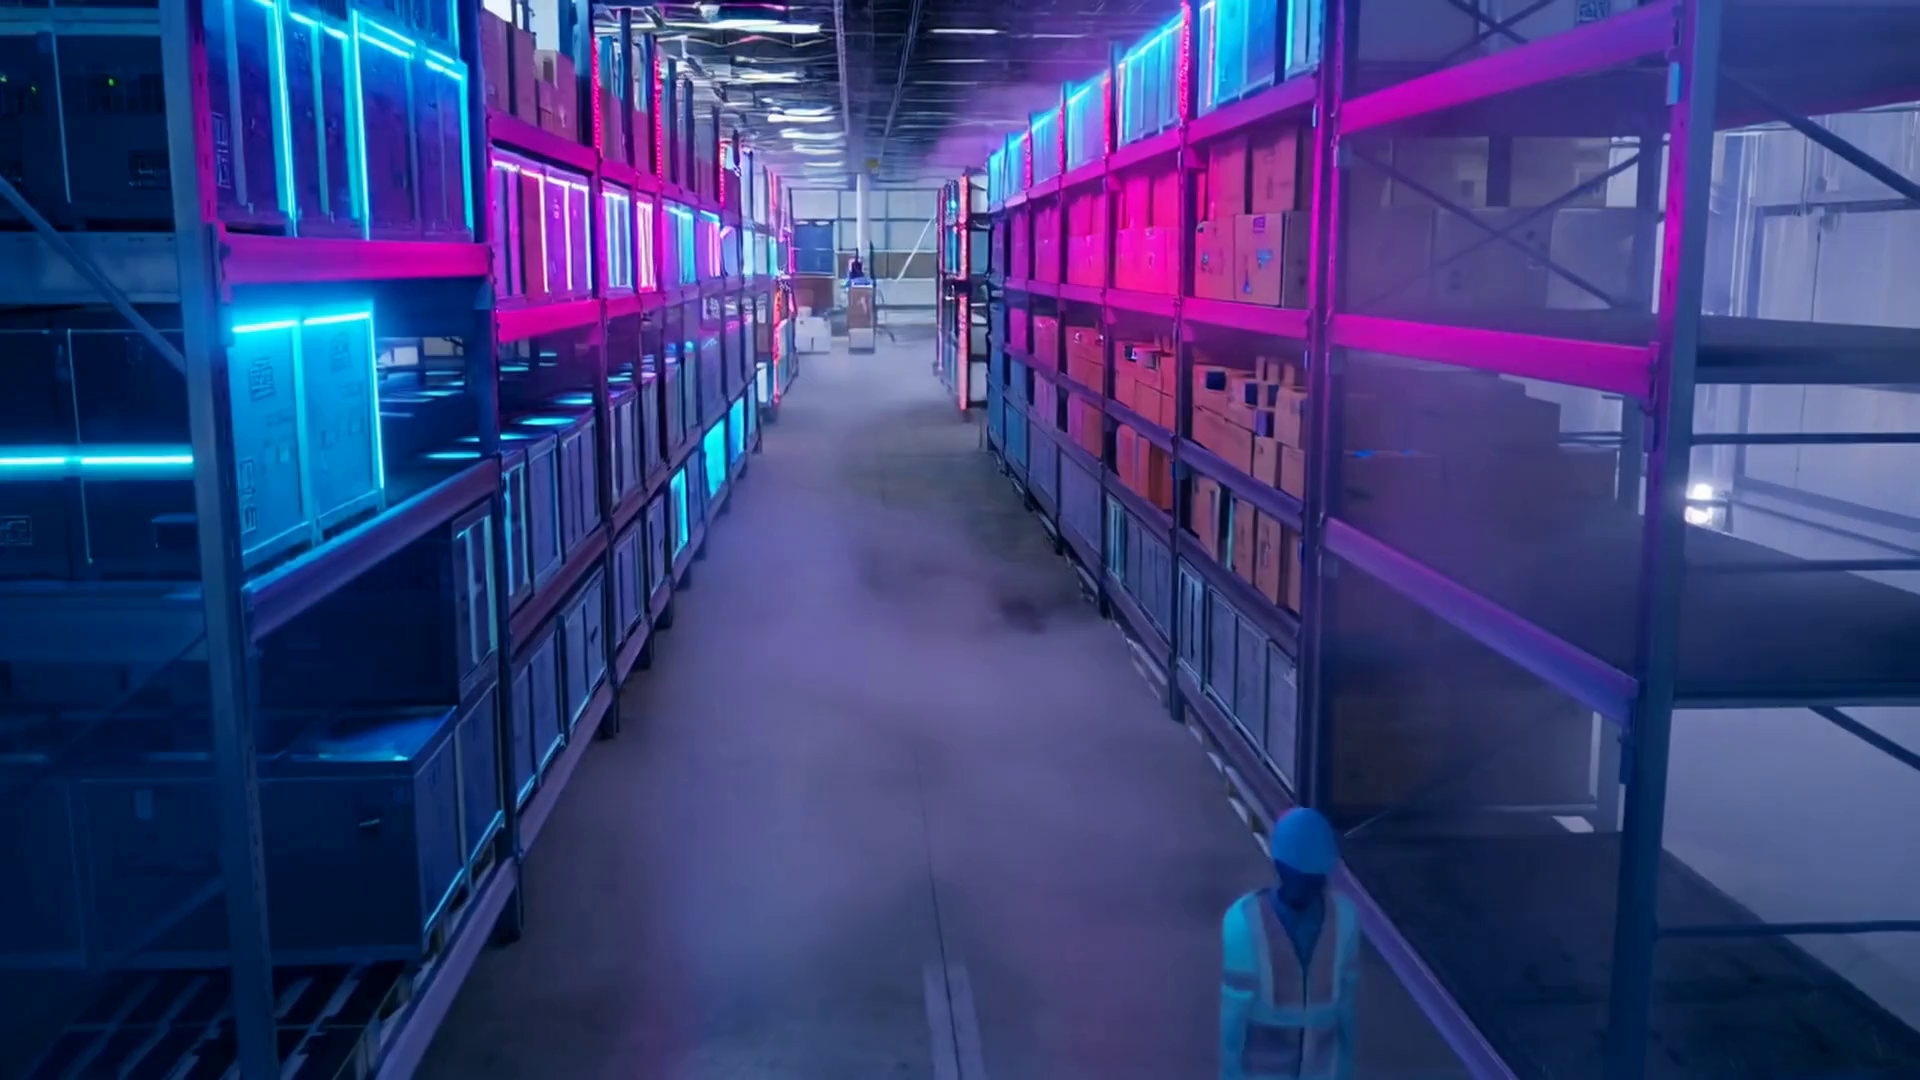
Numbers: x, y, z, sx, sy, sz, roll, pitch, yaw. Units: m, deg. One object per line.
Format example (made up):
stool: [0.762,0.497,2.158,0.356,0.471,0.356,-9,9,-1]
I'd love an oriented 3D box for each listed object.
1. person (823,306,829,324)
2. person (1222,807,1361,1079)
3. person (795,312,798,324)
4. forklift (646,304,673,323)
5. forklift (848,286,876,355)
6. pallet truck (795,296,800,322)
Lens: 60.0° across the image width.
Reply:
person: [-6.570,-10.589,81.273,0.321,1.689,0.530,-4,10,-22]
person: [1.206,1.887,6.076,0.547,1.924,0.433,-2,10,-10]
person: [-7.338,-9.252,72.560,0.627,1.934,0.370,5,11,29]
forklift: [-10.009,-6.849,55.382,1.129,2.768,1.873,-1,10,-3]
forklift: [-4.074,-9.112,68.896,1.129,2.768,1.873,-1,10,-4]
pallet truck: [-8.622,-12.439,91.403,1.885,1.965,0.823,2,10,13]
